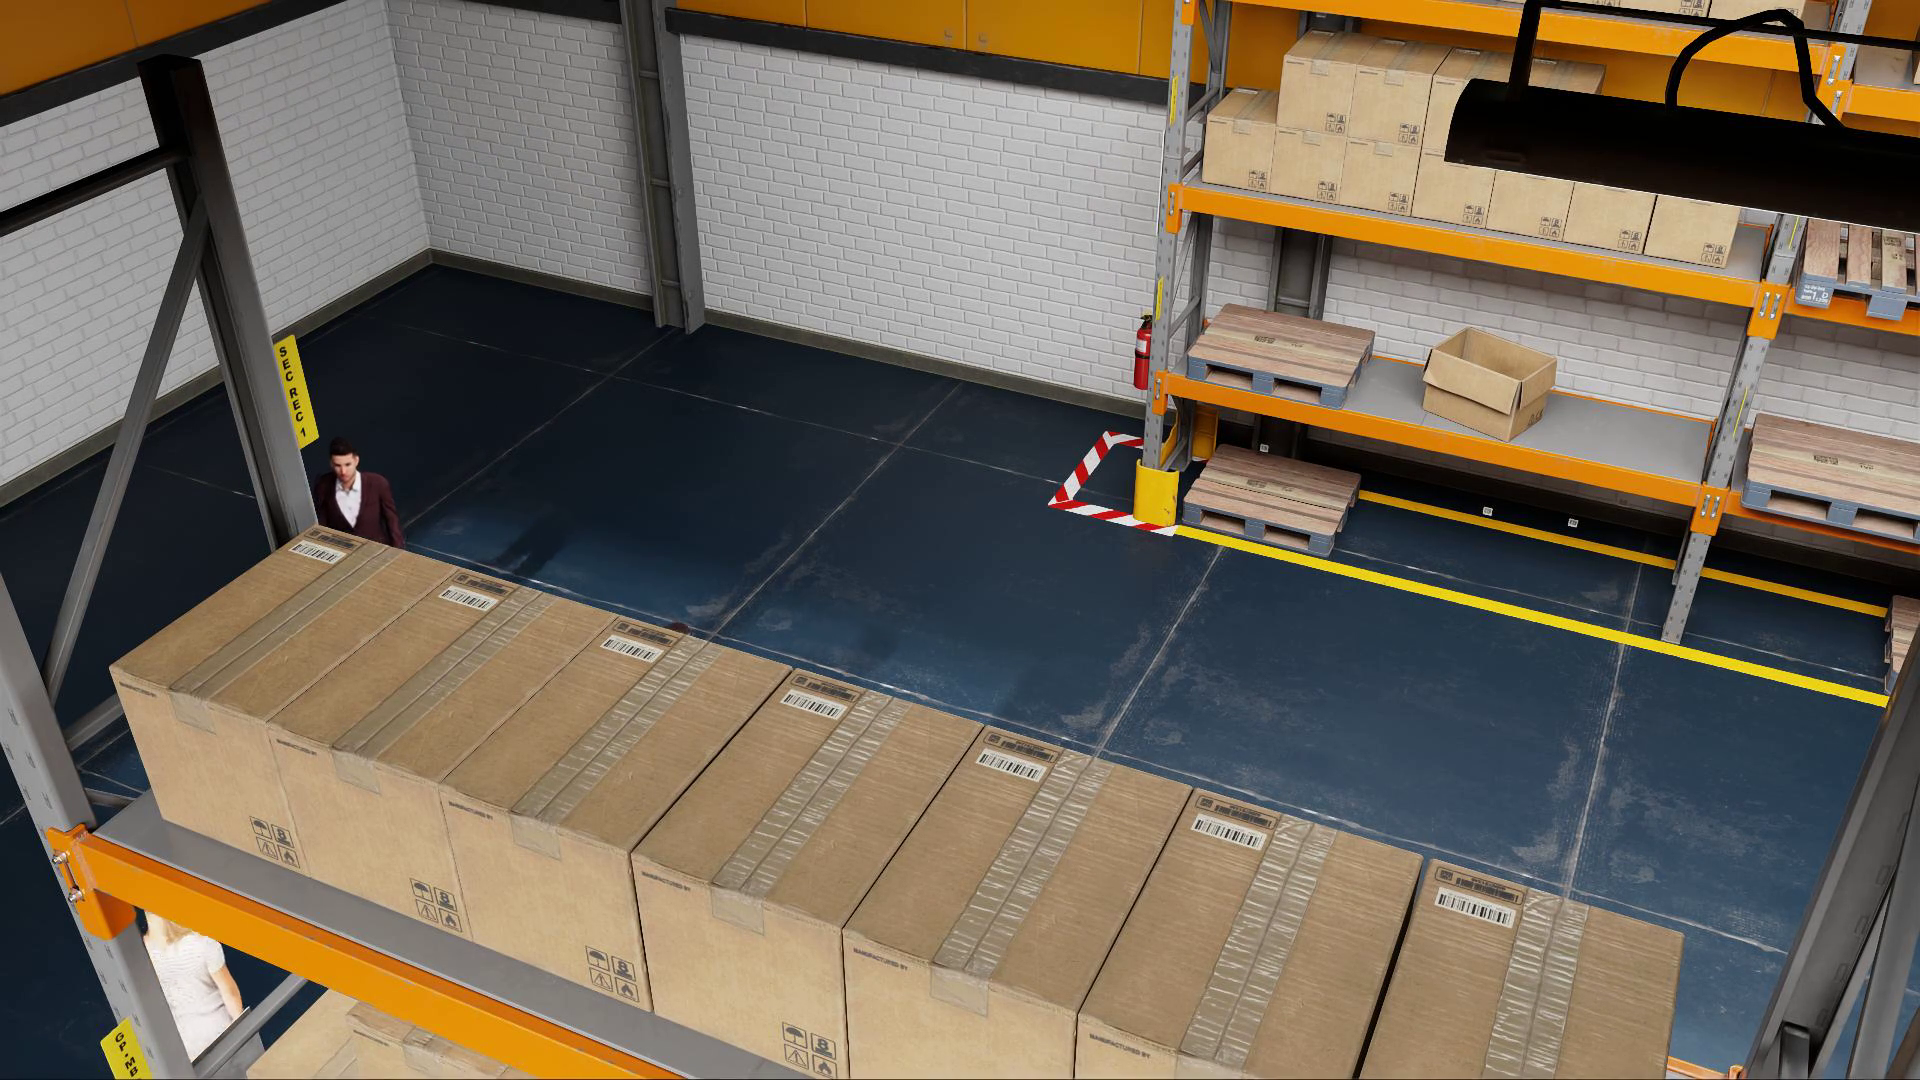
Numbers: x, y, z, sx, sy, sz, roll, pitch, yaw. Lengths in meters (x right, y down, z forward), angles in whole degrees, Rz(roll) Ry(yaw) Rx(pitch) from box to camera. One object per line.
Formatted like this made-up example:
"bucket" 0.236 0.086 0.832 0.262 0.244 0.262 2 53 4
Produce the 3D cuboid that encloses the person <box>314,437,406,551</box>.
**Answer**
"person" -4.055 0.087 11.314 1.258 1.831 1.143 -3 34 -4

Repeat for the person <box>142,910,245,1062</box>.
"person" -3.621 2.387 7.893 1.146 1.787 1.138 -8 34 -12
